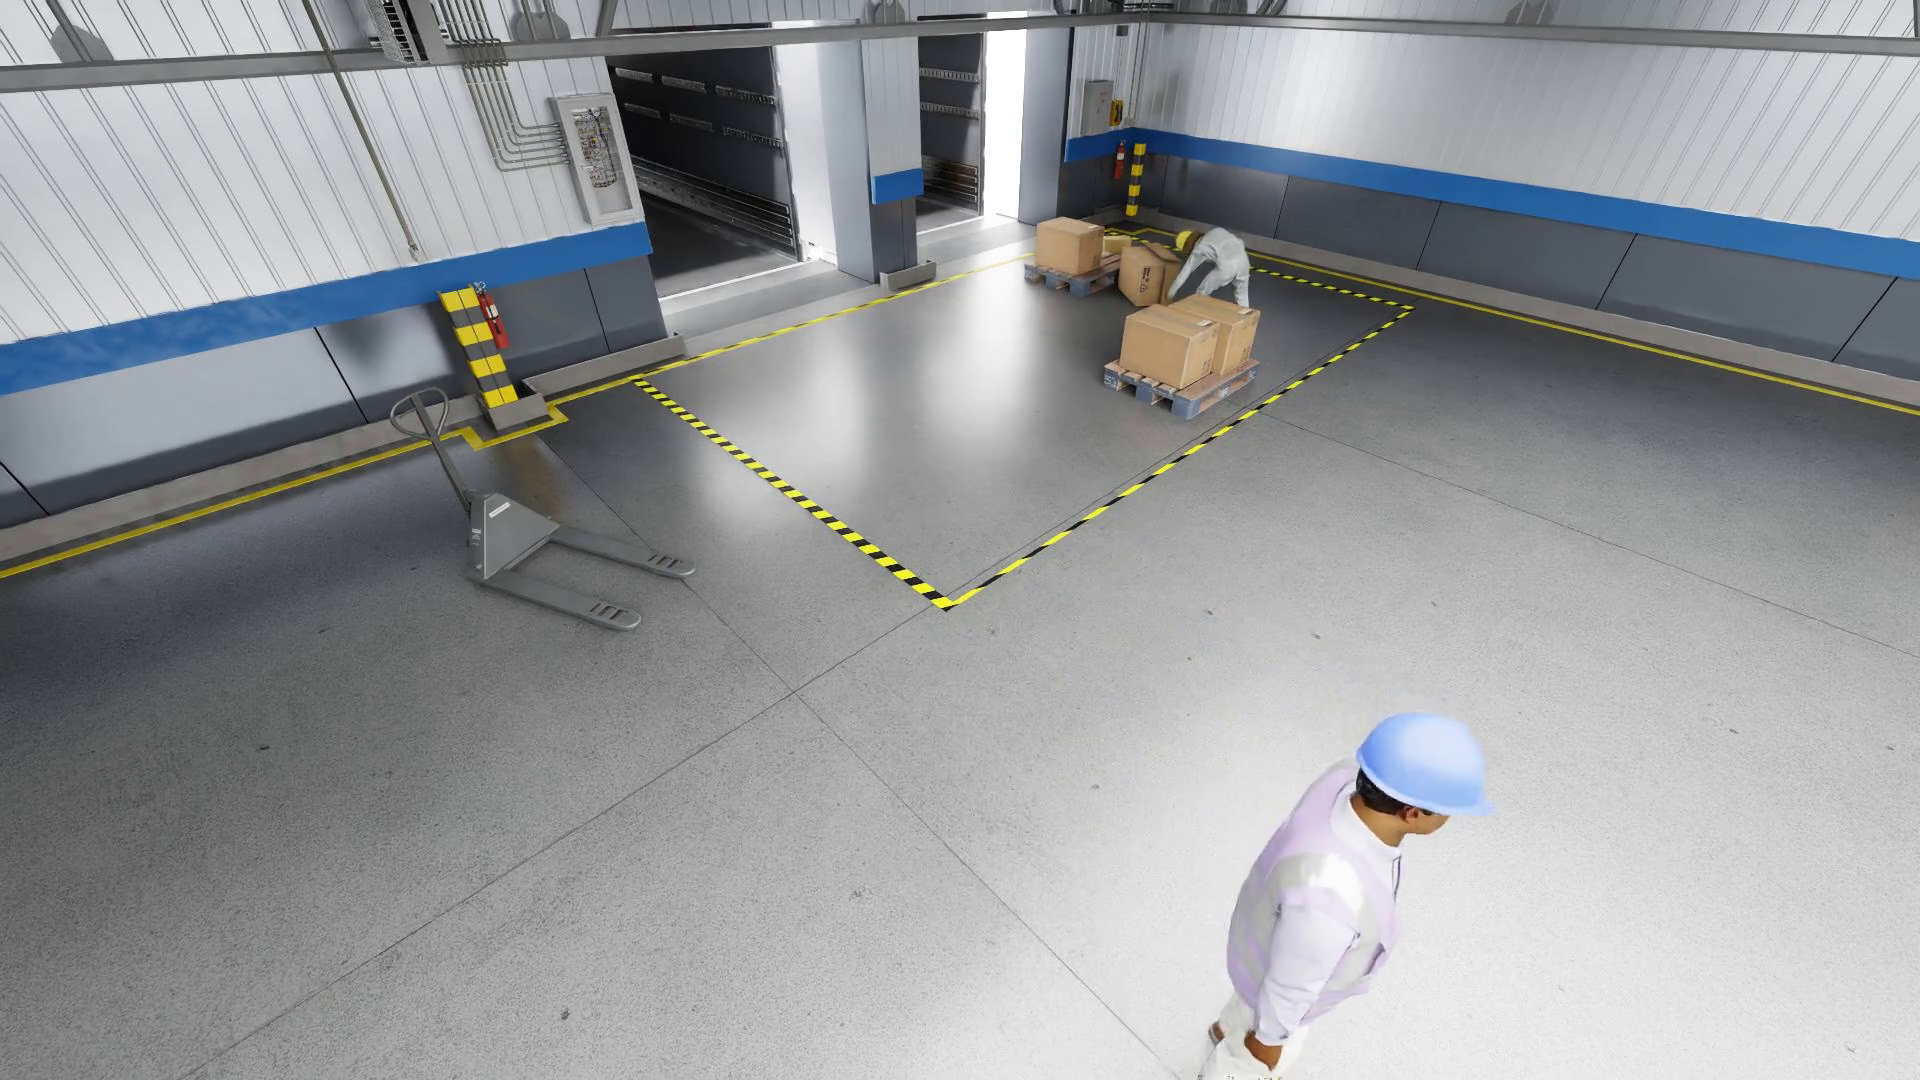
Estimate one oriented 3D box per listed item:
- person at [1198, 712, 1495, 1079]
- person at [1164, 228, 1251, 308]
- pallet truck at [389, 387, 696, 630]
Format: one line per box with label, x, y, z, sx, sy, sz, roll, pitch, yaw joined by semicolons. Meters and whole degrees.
person;0.995;1.213;2.152;0.417;1.931;0.623;25;44;28
person;2.762;-2.787;7.986;0.873;1.123;0.755;0;38;0
pallet truck;-2.613;-0.247;4.593;1.601;1.201;0.680;14;40;17
